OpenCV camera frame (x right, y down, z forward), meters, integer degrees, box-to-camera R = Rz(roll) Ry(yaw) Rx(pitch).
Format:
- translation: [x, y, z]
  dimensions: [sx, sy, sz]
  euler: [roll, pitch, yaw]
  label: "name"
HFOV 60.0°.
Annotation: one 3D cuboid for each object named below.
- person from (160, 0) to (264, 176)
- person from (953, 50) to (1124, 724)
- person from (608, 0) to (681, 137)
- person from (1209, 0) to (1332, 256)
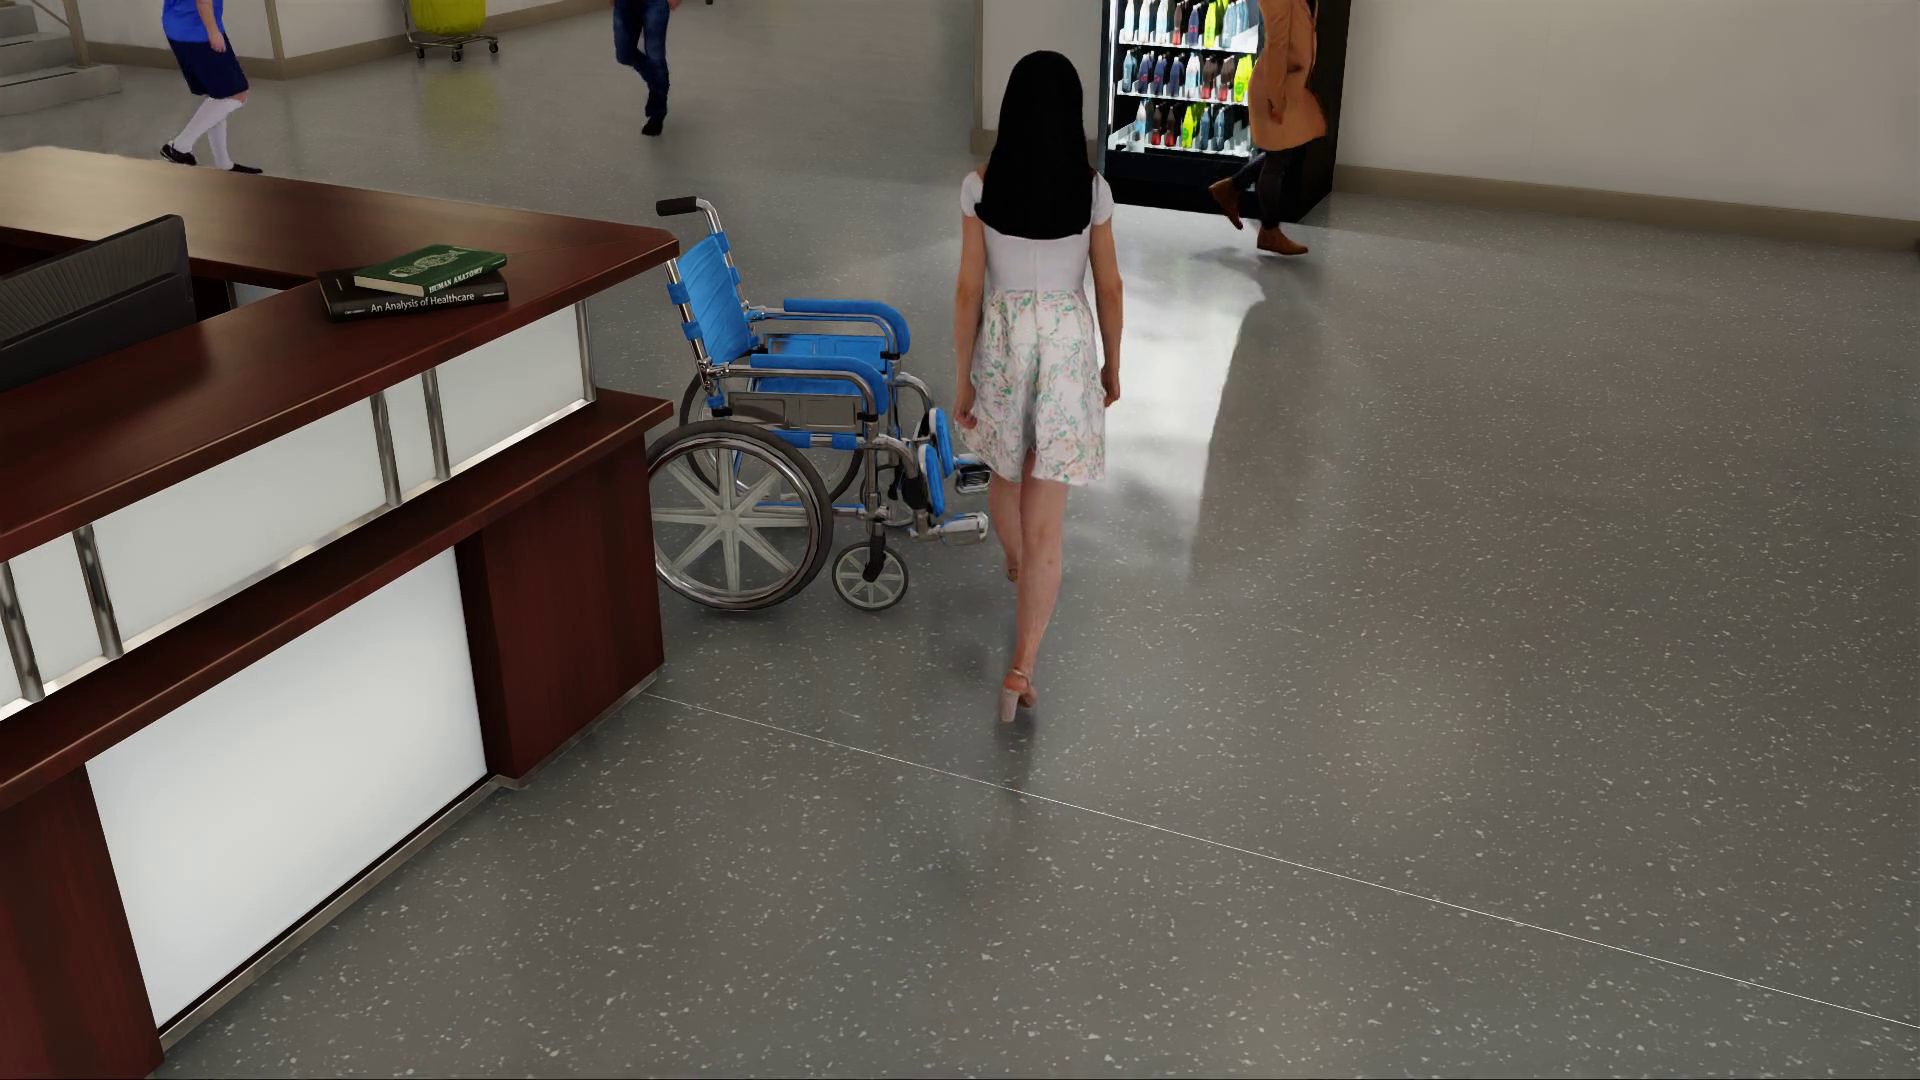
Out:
- translation: [-4.510, -2.938, 9.671]
  dimensions: [0.929, 1.827, 0.906]
  euler: [-19, 32, -34]
  label: "person"
- translation: [0.190, -0.341, 4.394]
  dimensions: [1.119, 1.733, 0.911]
  euler: [3, 26, 6]
  label: "person"
- translation: [-2.096, -3.703, 11.194]
  dimensions: [0.845, 1.881, 0.848]
  euler: [6, 26, 12]
  label: "person"
- translation: [1.559, -2.326, 8.488]
  dimensions: [0.863, 1.710, 0.679]
  euler: [14, 29, 26]
  label: "person"
